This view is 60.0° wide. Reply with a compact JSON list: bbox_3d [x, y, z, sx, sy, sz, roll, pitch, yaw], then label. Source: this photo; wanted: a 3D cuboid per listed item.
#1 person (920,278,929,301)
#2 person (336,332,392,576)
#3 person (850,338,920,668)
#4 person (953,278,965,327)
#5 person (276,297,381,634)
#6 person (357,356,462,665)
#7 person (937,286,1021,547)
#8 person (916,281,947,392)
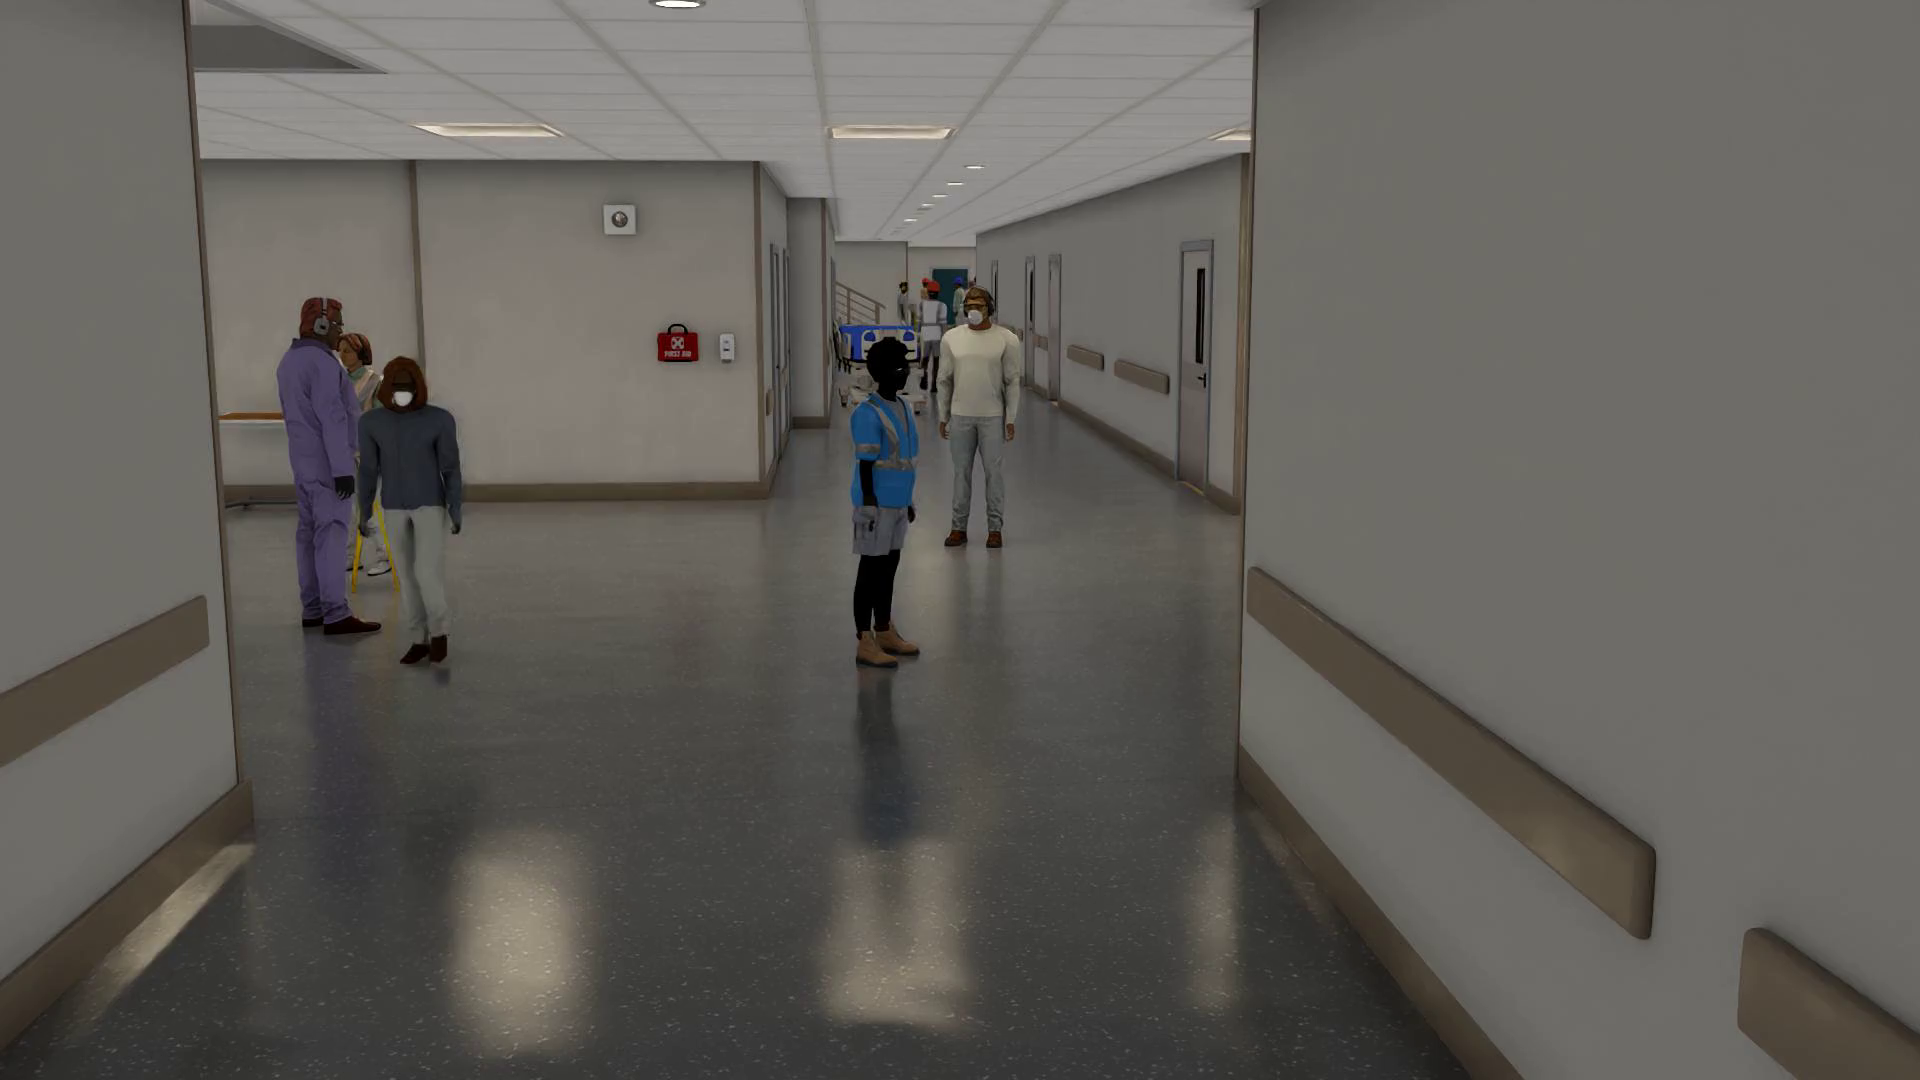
[{"bbox_3d":[-1.124,-7.685,54.931,0.375,1.935,0.551,9,13,44],"label":"person"},{"bbox_3d":[-4.059,-0.580,11.250,0.514,1.641,0.309,4,10,21],"label":"person"},{"bbox_3d":[-0.389,-0.199,8.682,0.322,1.696,0.536,4,10,23],"label":"person"},{"bbox_3d":[-0.040,-6.860,49.729,0.395,1.951,0.619,3,9,16],"label":"person"},{"bbox_3d":[-3.588,-0.420,9.439,0.407,1.902,0.639,-8,12,-41],"label":"person"},{"bbox_3d":[-2.831,-0.142,8.580,0.522,1.613,0.404,1,9,4],"label":"person"},{"bbox_3d":[0.136,-0.909,12.386,0.632,1.940,0.372,2,9,12],"label":"person"},{"bbox_3d":[-0.491,-3.498,28.662,0.564,1.926,0.491,2,9,13],"label":"person"}]
